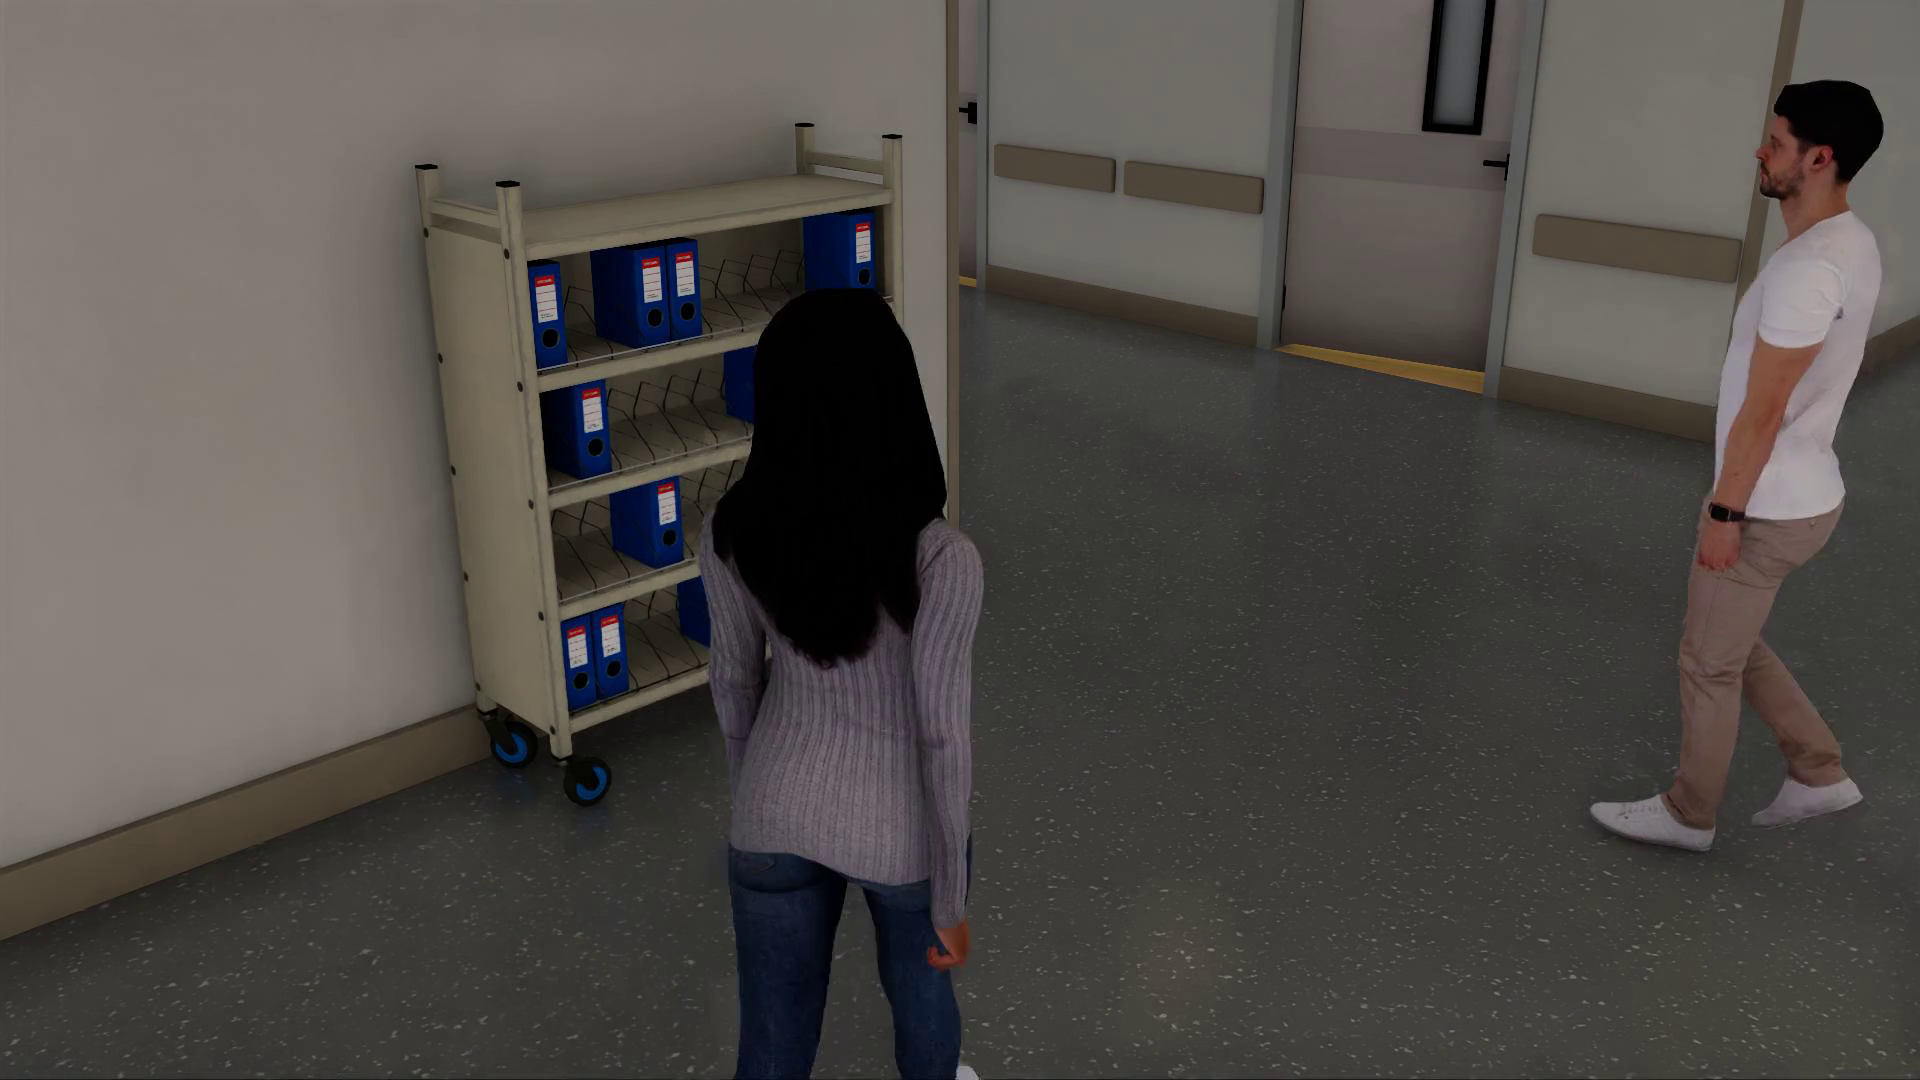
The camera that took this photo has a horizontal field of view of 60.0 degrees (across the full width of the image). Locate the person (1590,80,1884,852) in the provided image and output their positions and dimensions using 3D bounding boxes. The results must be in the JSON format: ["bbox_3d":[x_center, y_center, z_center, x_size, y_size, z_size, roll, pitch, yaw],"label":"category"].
[{"bbox_3d":[1.928,-0.082,3.820,0.842,1.874,0.833,13,24,30],"label":"person"}]

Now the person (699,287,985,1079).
[{"bbox_3d":[-0.220,0.518,2.492,0.977,1.694,1.260,7,22,17],"label":"person"}]
